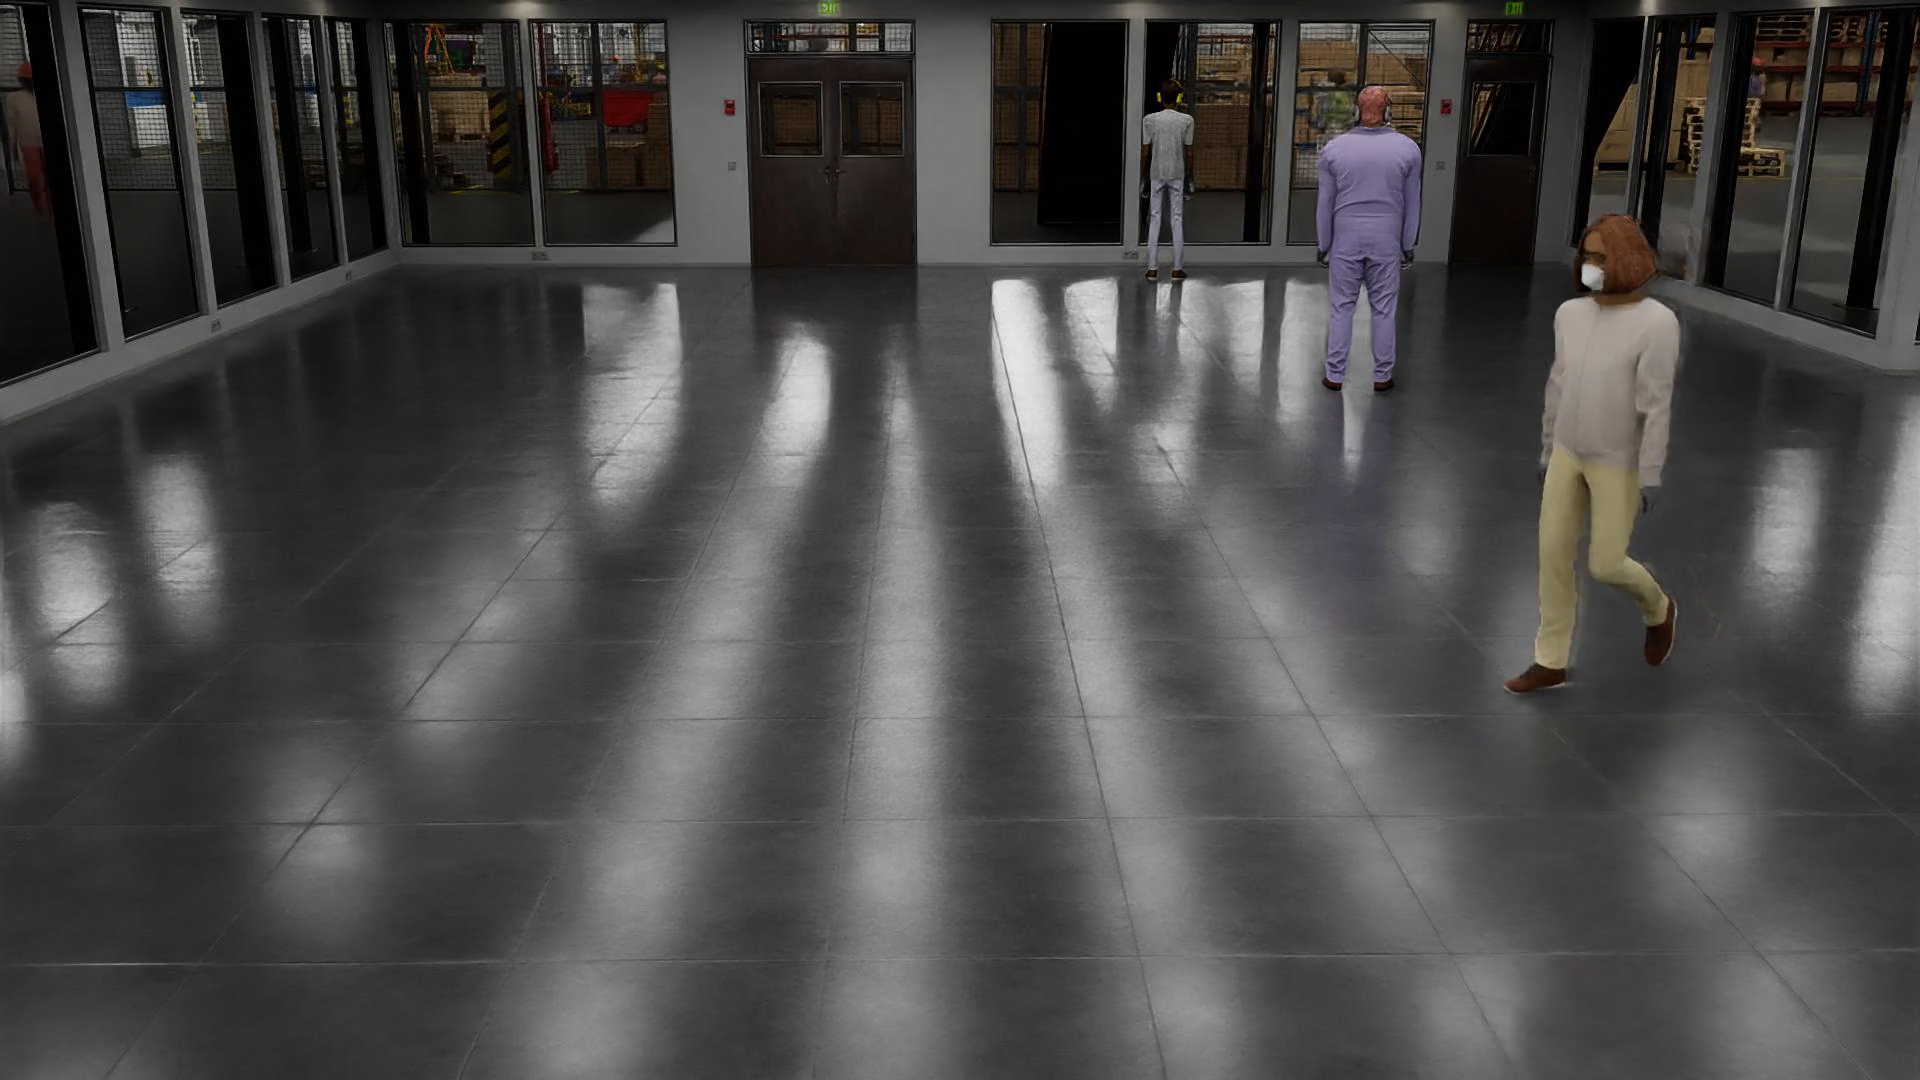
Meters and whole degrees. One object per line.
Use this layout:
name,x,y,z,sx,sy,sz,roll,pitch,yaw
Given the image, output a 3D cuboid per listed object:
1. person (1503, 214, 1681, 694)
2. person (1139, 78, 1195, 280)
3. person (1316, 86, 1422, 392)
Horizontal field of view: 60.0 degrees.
person,2.160,-0.269,5.525,0.585,1.611,0.510,-8,18,-27
person,1.963,-3.406,15.761,0.531,1.870,0.316,3,17,10
person,2.570,-1.891,10.536,0.643,1.909,0.411,3,17,10
